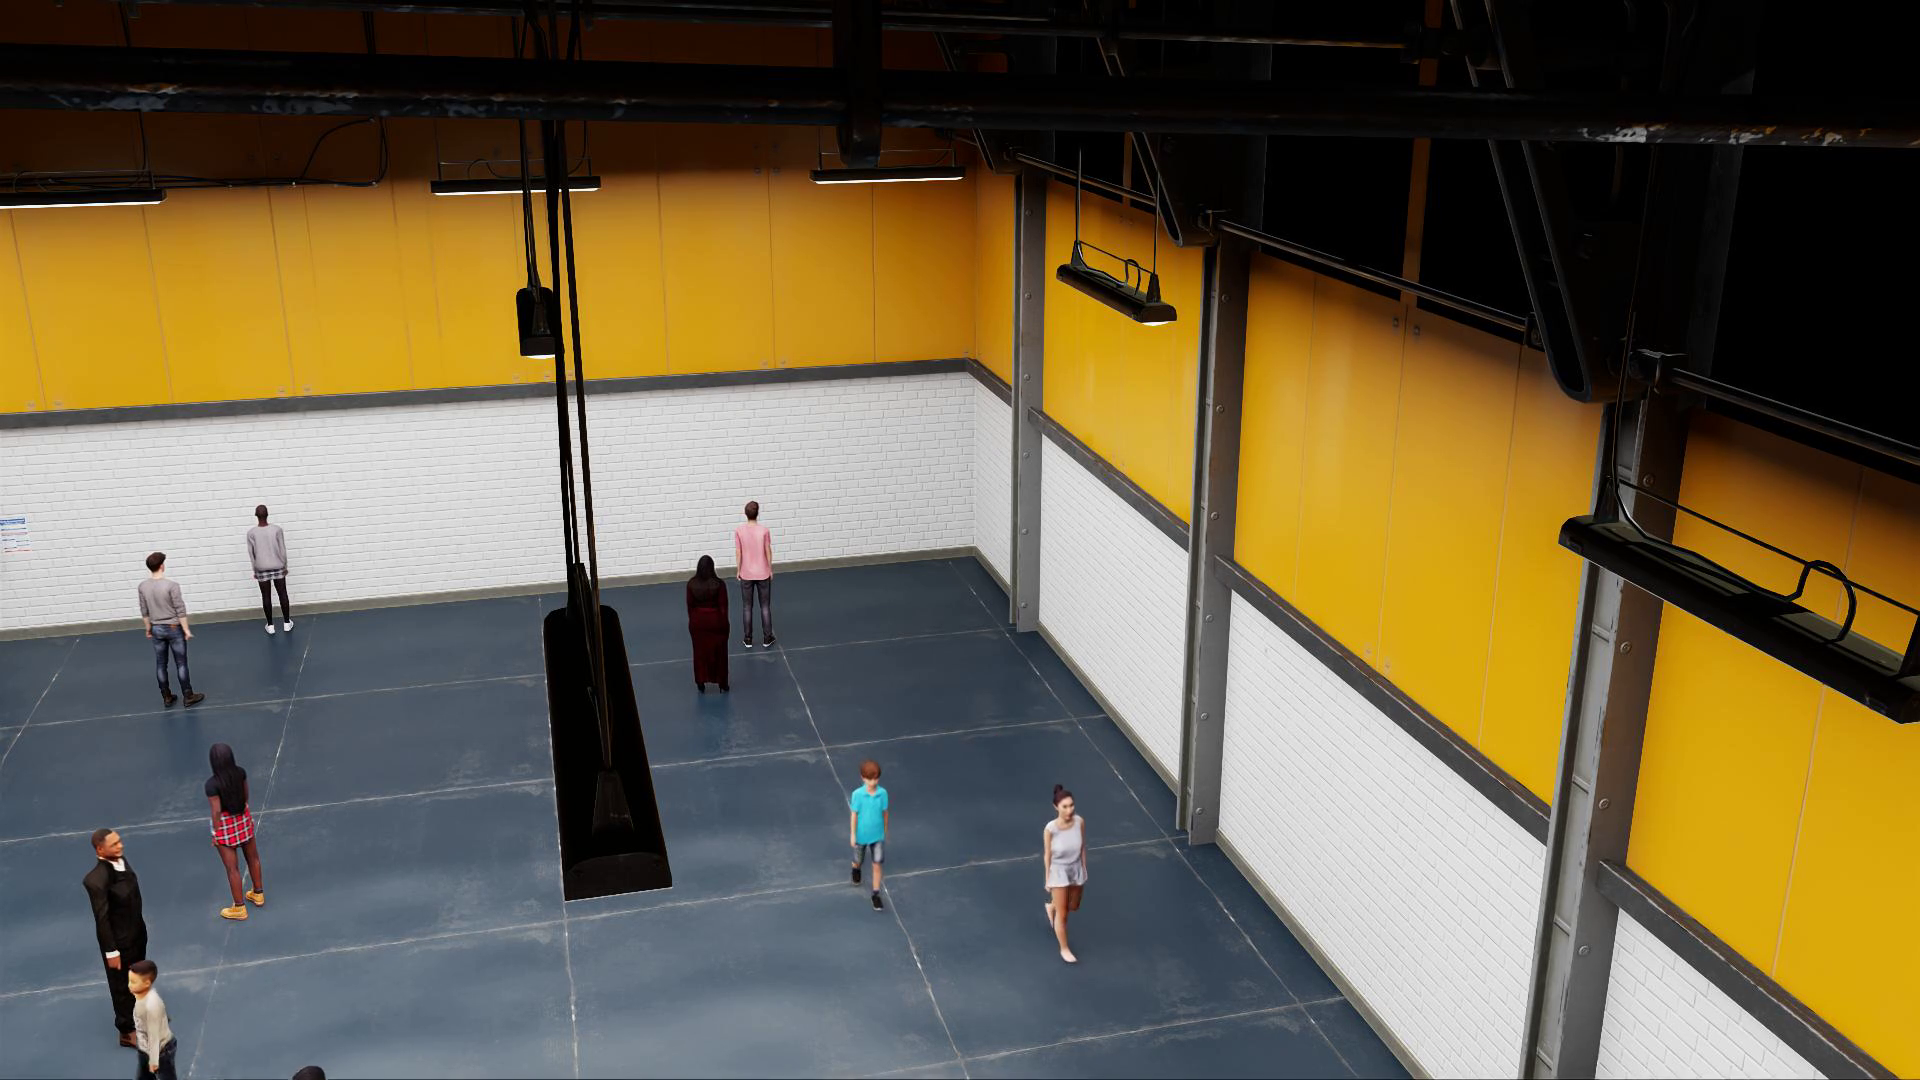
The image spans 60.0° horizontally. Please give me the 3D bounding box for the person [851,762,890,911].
[{"bbox_3d":[-0.875,2.723,15.625,0.542,1.438,0.847,-4,19,-13],"label":"person"}]

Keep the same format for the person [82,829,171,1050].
[{"bbox_3d":[-6.804,3.197,13.485,0.785,1.905,0.606,-2,19,-5],"label":"person"}]

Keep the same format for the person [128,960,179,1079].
[{"bbox_3d":[-5.960,3.772,12.479,0.644,1.456,0.718,16,24,39],"label":"person"}]

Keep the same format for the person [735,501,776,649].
[{"bbox_3d":[-2.663,0.443,21.579,0.658,1.958,0.609,-1,19,-4],"label":"person"}]

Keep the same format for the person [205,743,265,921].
[{"bbox_3d":[-6.710,2.660,15.357,0.784,1.728,0.708,7,20,21],"label":"person"}]

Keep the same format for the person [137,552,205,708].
[{"bbox_3d":[-9.449,1.069,19.804,0.760,1.905,0.694,1,19,3],"label":"person"}]

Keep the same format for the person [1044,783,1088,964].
[{"bbox_3d":[0.900,2.926,14.783,0.688,1.590,0.910,-9,21,-25],"label":"person"}]

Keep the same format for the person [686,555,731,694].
[{"bbox_3d":[-3.050,1.022,20.174,0.745,1.757,0.731,2,19,6],"label":"person"}]

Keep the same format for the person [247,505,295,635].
[{"bbox_3d":[-9.162,0.372,22.083,0.644,1.772,0.585,-8,20,-23],"label":"person"}]
